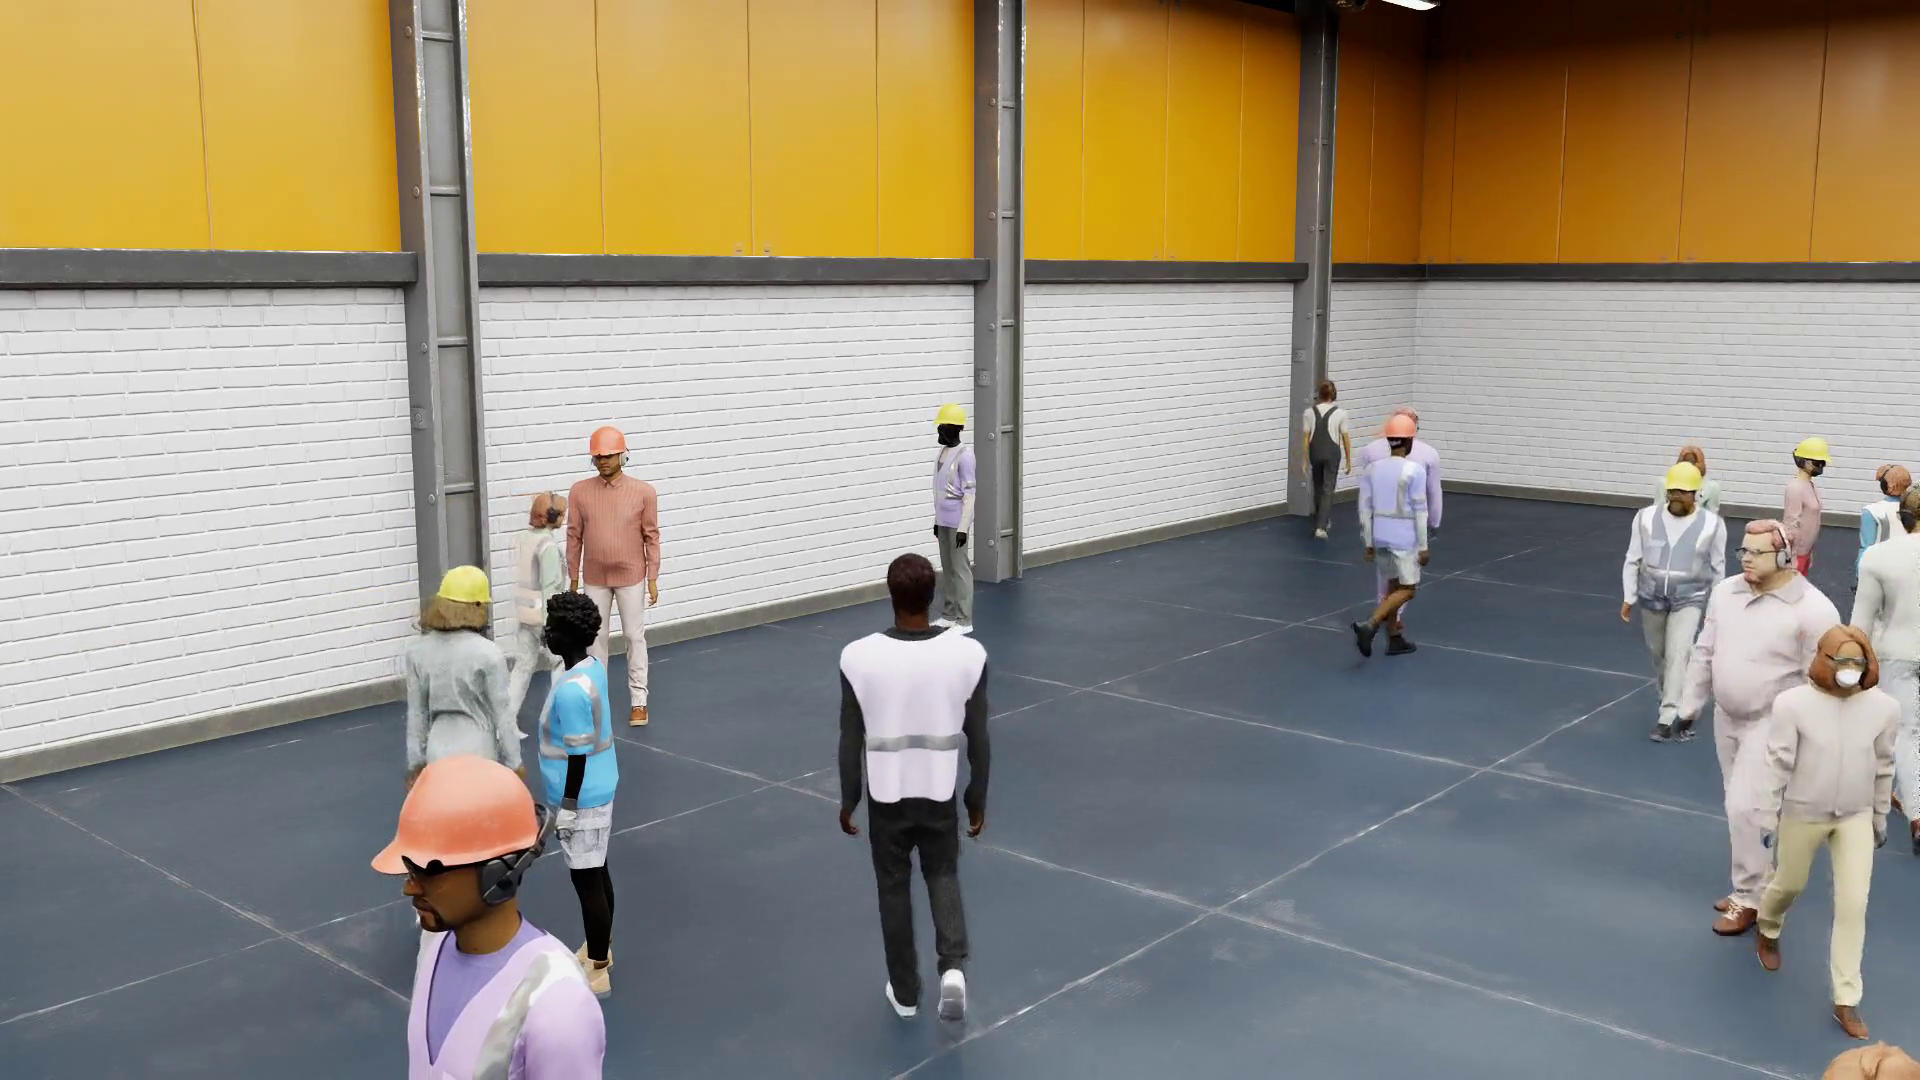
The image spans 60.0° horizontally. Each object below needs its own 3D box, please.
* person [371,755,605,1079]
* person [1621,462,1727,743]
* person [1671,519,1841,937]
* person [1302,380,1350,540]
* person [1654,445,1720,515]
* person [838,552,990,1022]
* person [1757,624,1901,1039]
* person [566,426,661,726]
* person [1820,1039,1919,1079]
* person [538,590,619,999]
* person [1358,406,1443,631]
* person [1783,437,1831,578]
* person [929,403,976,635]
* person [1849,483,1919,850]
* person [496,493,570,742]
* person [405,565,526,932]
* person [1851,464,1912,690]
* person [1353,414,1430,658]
[{"bbox_3d":[-0.952,1.430,3.375,0.376,2.044,0.607,-9,13,-44],"label":"person"},{"bbox_3d":[4.664,0.364,10.879,0.585,1.794,0.928,6,11,35],"label":"person"},{"bbox_3d":[3.574,0.841,7.586,0.688,1.885,0.657,-3,9,-17],"label":"person"},{"bbox_3d":[4.156,-0.919,18.896,0.525,1.803,0.939,5,10,29],"label":"person"},{"bbox_3d":[5.982,0.000,13.724,0.495,1.606,0.747,6,11,33],"label":"person"},{"bbox_3d":[-0.178,0.995,6.555,0.592,1.903,0.540,-2,9,-11],"label":"person"},{"bbox_3d":[3.516,1.106,6.796,0.512,1.601,0.818,1,9,8],"label":"person"},{"bbox_3d":[-2.291,0.241,10.984,0.622,1.993,0.382,0,9,1],"label":"person"},{"bbox_3d":[1.613,1.689,3.031,0.286,1.633,0.497,-7,12,-39],"label":"person"},{"bbox_3d":[-1.574,1.046,6.869,0.318,1.697,0.535,-1,9,-7],"label":"person"},{"bbox_3d":[3.758,-0.197,14.101,0.669,1.872,0.860,5,10,27],"label":"person"},{"bbox_3d":[6.359,0.102,12.581,0.328,1.765,0.528,8,12,39],"label":"person"},{"bbox_3d":[-0.066,-0.170,13.774,0.357,1.930,0.588,-4,10,-25],"label":"person"},{"bbox_3d":[5.058,0.650,8.778,0.640,1.894,1.013,2,9,14],"label":"person"},{"bbox_3d":[-2.711,0.510,10.571,0.598,1.613,0.536,-7,11,-36],"label":"person"},{"bbox_3d":[-2.179,0.965,7.328,0.483,1.718,0.374,3,10,20],"label":"person"},{"bbox_3d":[6.620,0.281,11.882,0.525,1.643,0.310,-2,9,-13],"label":"person"},{"bbox_3d":[3.317,-0.011,12.825,0.724,1.919,0.561,-6,11,-32],"label":"person"}]
